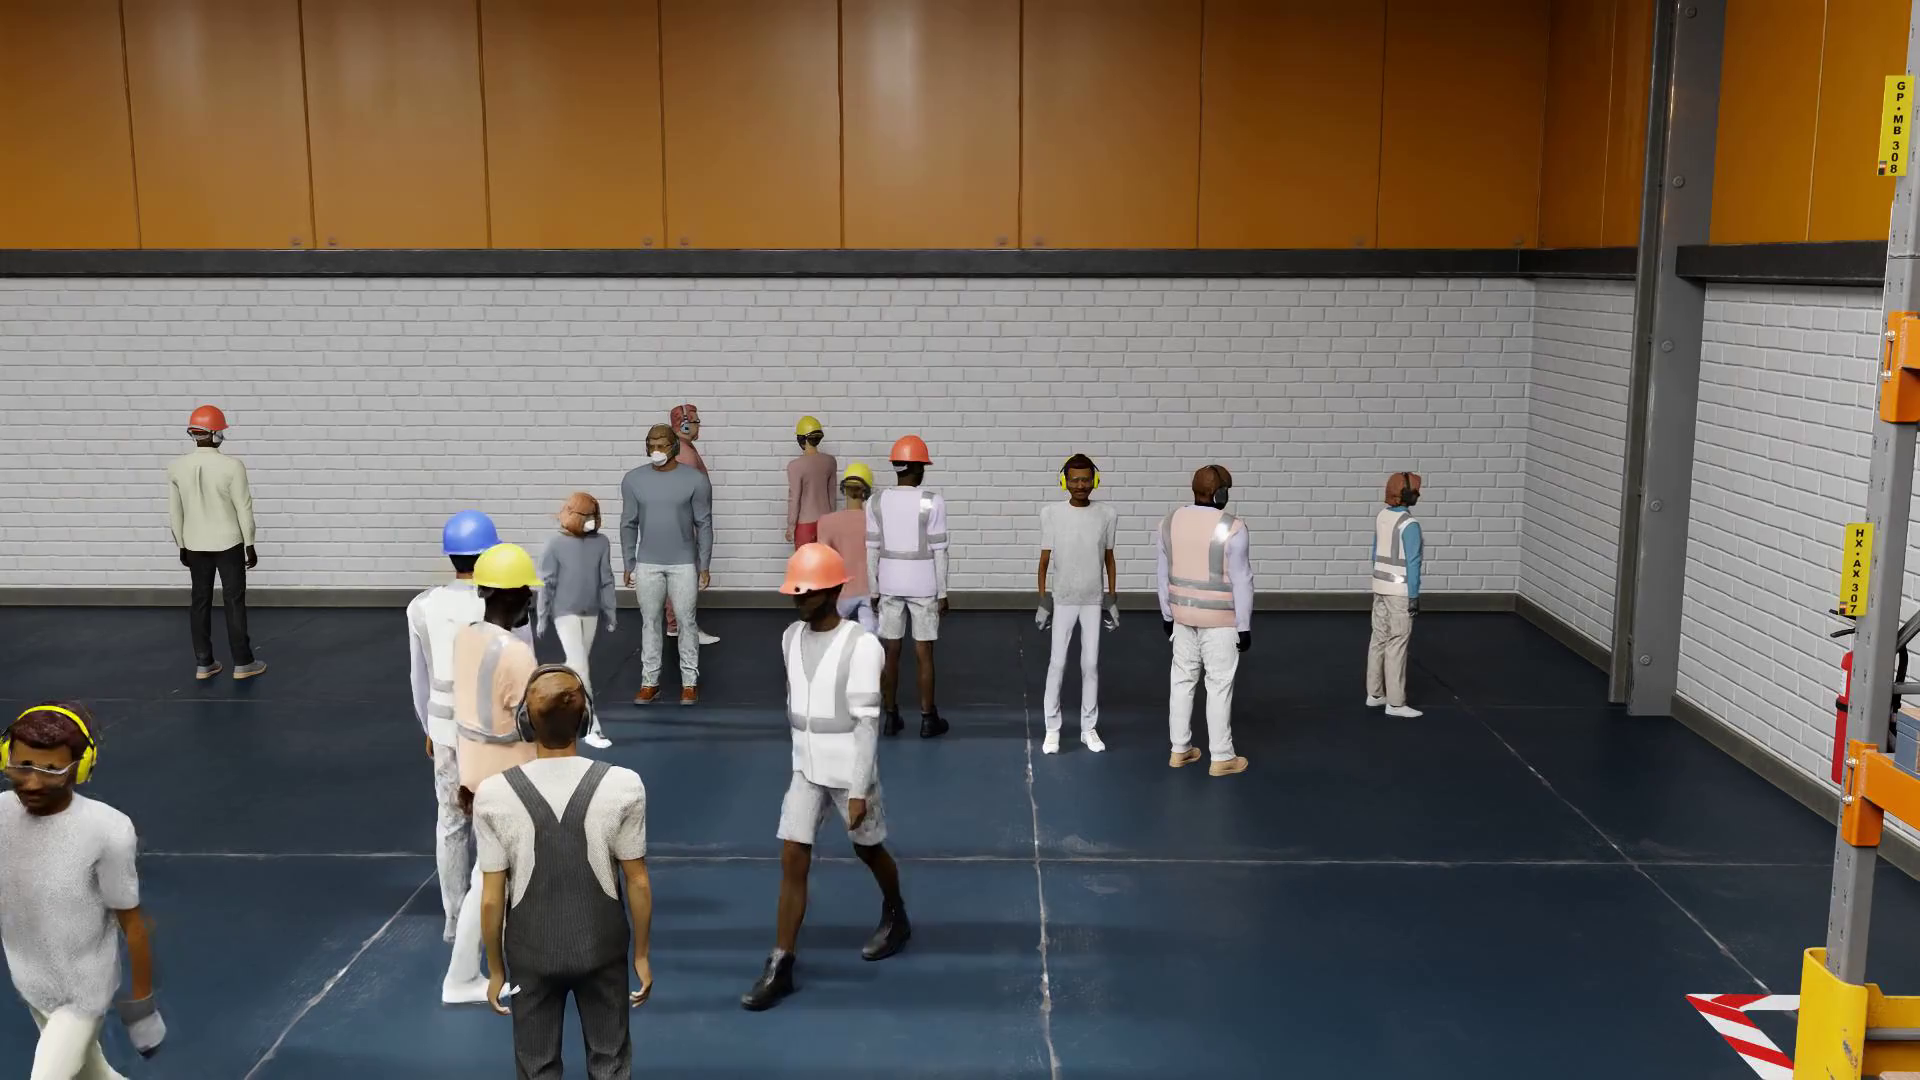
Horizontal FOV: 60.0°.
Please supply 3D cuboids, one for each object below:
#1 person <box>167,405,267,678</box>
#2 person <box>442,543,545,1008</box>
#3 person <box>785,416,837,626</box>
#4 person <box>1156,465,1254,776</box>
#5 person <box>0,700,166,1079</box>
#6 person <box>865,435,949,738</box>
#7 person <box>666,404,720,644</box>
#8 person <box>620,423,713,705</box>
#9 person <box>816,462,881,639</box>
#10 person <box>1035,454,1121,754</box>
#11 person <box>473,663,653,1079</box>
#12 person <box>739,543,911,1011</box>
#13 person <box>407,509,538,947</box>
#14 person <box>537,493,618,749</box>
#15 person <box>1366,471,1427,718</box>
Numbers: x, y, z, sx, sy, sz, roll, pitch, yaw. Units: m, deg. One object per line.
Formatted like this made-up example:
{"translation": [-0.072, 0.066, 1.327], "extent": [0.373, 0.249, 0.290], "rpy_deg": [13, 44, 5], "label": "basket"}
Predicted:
{"translation": [-5.405, 0.020, 12.085], "extent": [0.610, 1.996, 0.378], "rpy_deg": [1, 10, 4], "label": "person"}
{"translation": [-1.803, 0.947, 6.878], "extent": [0.859, 1.883, 0.594], "rpy_deg": [-6, 11, -33], "label": "person"}
{"translation": [-1.232, -0.145, 13.767], "extent": [0.309, 1.769, 0.523], "rpy_deg": [8, 13, 41], "label": "person"}
{"translation": [1.470, 0.469, 9.862], "extent": [0.637, 1.842, 0.429], "rpy_deg": [8, 13, 41], "label": "person"}
{"translation": [-2.576, 1.313, 4.870], "extent": [0.594, 1.817, 0.948], "rpy_deg": [5, 11, 26], "label": "person"}
{"translation": [-0.324, 0.300, 10.601], "extent": [0.543, 1.932, 0.376], "rpy_deg": [3, 10, 17], "label": "person"}
{"translation": [-2.166, -0.126, 13.228], "extent": [0.409, 1.907, 0.648], "rpy_deg": [-5, 11, -29], "label": "person"}
{"translation": [-2.005, 0.169, 11.365], "extent": [0.635, 1.938, 0.359], "rpy_deg": [0, 9, 3], "label": "person"}
{"translation": [-0.705, 0.354, 10.918], "extent": [0.536, 1.715, 0.802], "rpy_deg": [-2, 10, -11], "label": "person"}
{"translation": [0.729, 0.391, 10.253], "extent": [0.532, 1.866, 0.310], "rpy_deg": [-1, 10, -8], "label": "person"}
{"translation": [-1.186, 1.273, 5.033], "extent": [0.507, 1.847, 0.345], "rpy_deg": [-2, 10, -13], "label": "person"}
{"translation": [-0.519, 0.935, 6.948], "extent": [0.563, 1.889, 0.988], "rpy_deg": [6, 11, 34], "label": "person"}
{"translation": [-2.123, 0.834, 7.345], "extent": [0.605, 1.951, 0.384], "rpy_deg": [2, 10, 15], "label": "person"}
{"translation": [-2.447, 0.472, 10.610], "extent": [0.860, 1.584, 0.517], "rpy_deg": [8, 13, 41], "label": "person"}
{"translation": [2.917, 0.359, 11.123], "extent": [0.314, 1.639, 0.517], "rpy_deg": [-2, 10, -13], "label": "person"}
